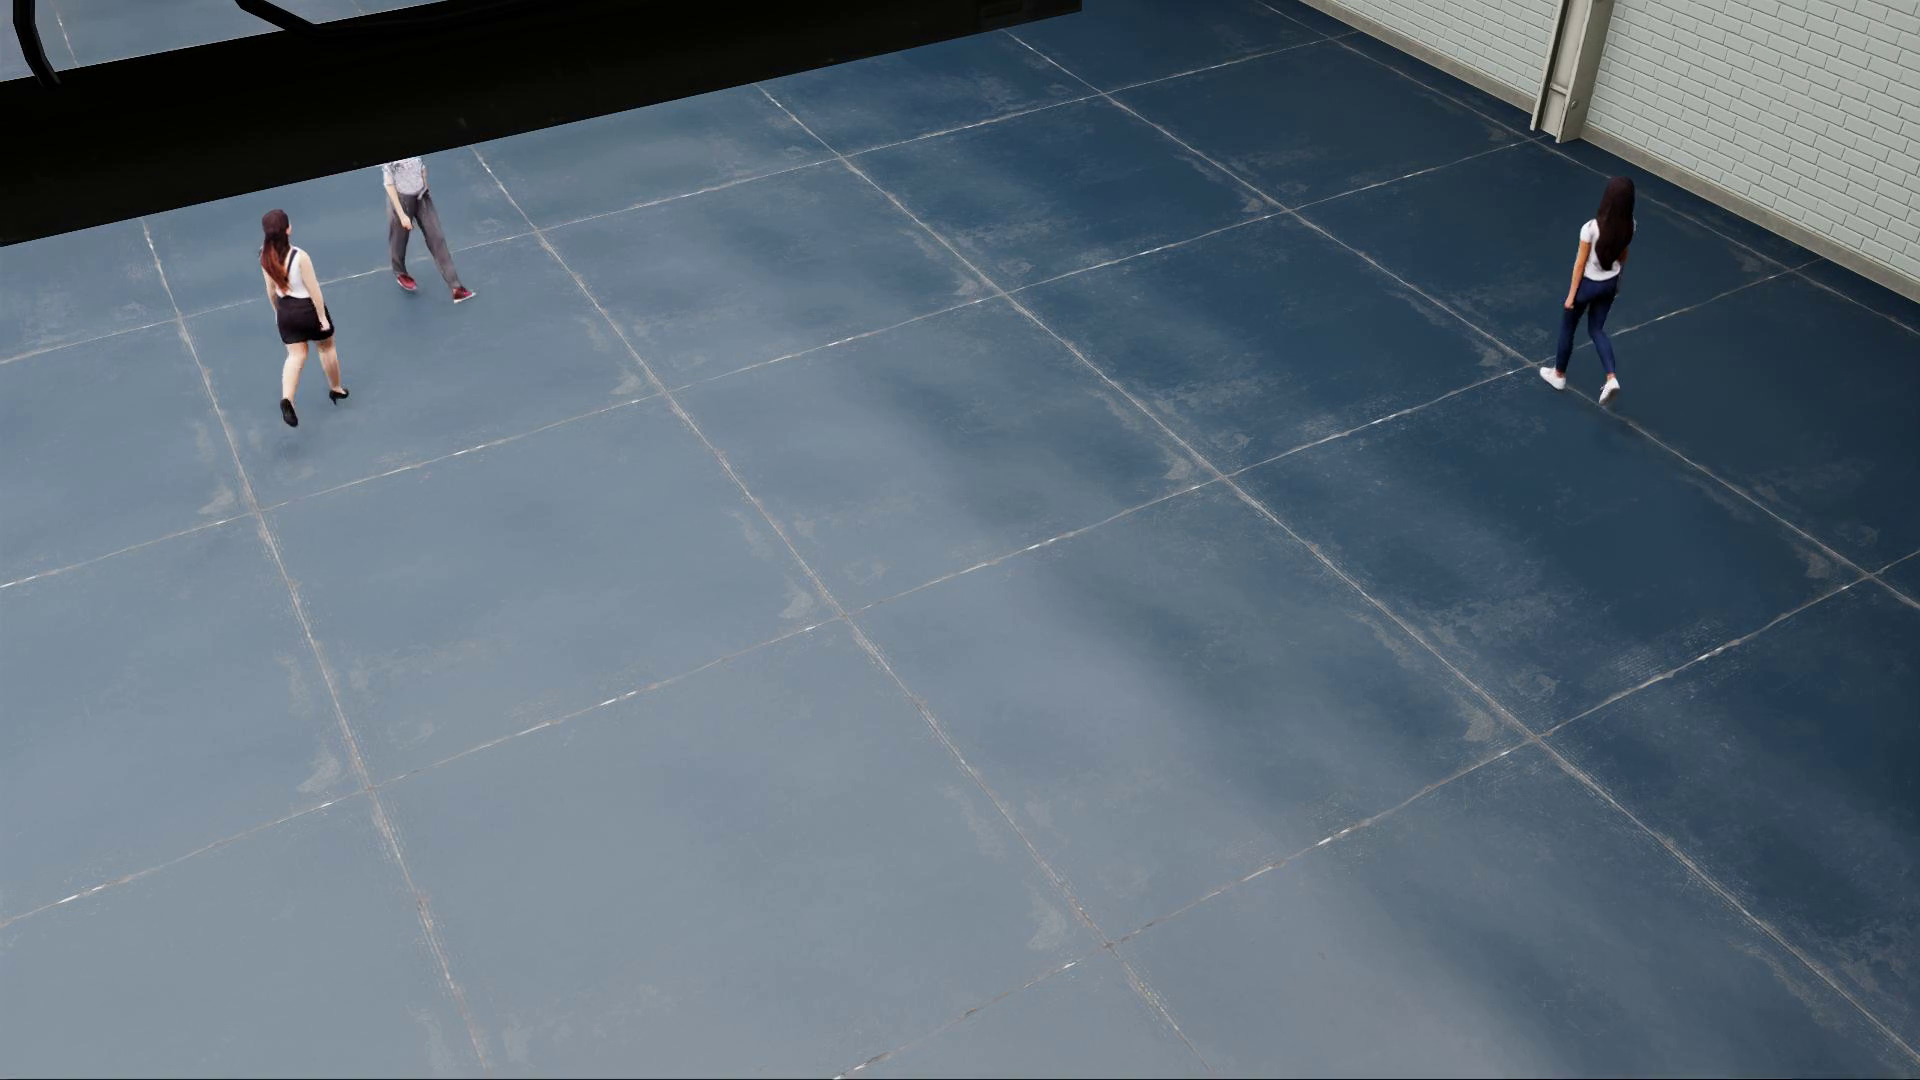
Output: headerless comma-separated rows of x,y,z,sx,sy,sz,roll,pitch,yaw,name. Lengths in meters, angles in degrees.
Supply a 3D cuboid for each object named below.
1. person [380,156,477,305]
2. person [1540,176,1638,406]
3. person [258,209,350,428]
-4.459,-2.689,13.262,1.230,1.673,0.922,26,45,29,person
4.626,-1.757,12.005,0.723,1.755,1.029,-12,40,-15,person
-4.725,-1.537,11.826,0.928,1.628,1.053,5,38,6,person
